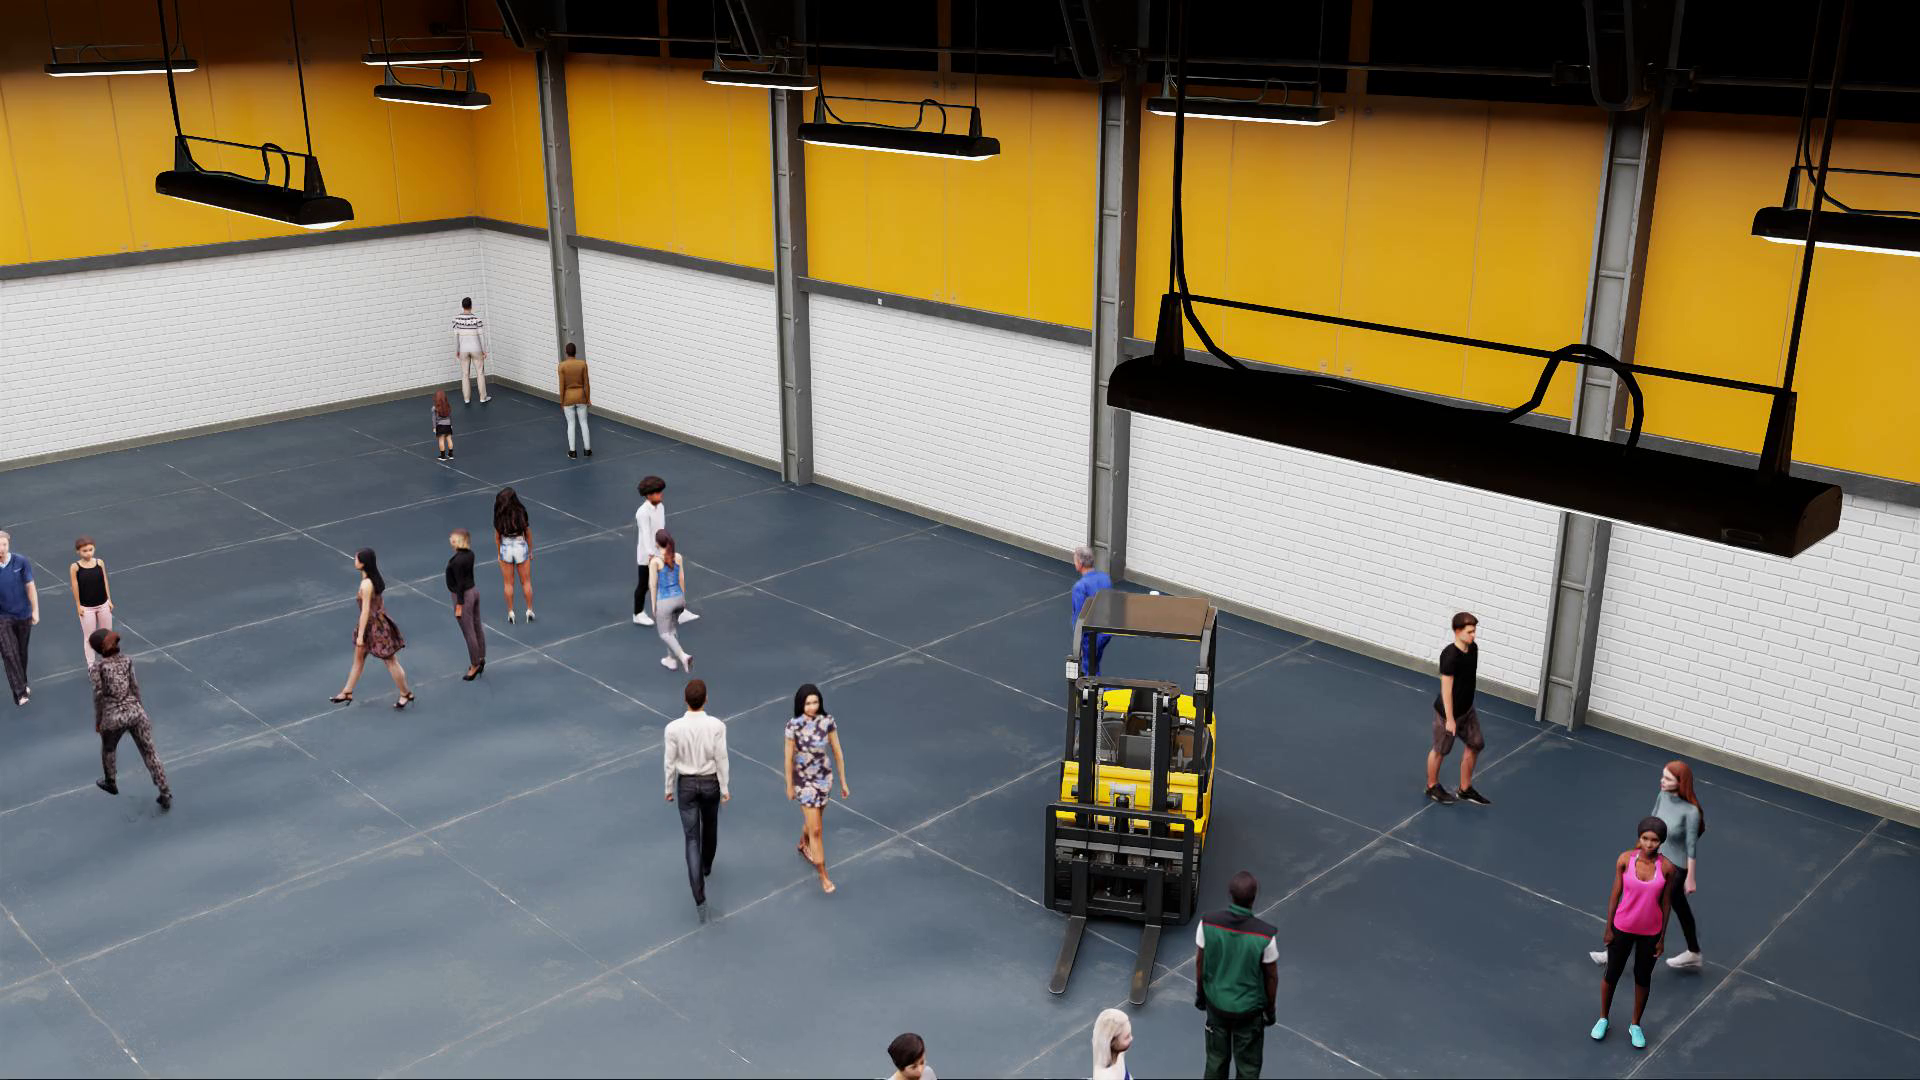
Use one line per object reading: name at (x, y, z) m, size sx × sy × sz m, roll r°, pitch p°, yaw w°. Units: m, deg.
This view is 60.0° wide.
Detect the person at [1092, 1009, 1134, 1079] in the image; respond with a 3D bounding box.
person at (0.748, 3.397, 9.326) m, size 0.915 × 1.794 × 0.856 m, roll 3°, pitch 19°, yaw 10°

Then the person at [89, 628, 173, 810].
person at (-7.390, 1.644, 14.758) m, size 1.161 × 1.649 × 0.736 m, roll 13°, pitch 23°, yaw 34°

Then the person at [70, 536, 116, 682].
person at (-9.211, 0.704, 17.680) m, size 0.509 × 1.566 × 0.520 m, roll 17°, pitch 25°, yaw 41°

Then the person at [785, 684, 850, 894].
person at (-1.228, 1.975, 13.714) m, size 0.828 × 1.688 × 1.175 m, roll -9°, pitch 21°, yaw -26°

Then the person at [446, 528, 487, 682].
person at (-5.214, 0.668, 17.622) m, size 0.720 × 1.672 × 0.674 m, roll 1°, pitch 19°, yaw 4°

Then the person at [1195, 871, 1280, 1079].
person at (1.755, 2.947, 10.592) m, size 0.666 × 1.838 × 0.824 m, roll 8°, pitch 20°, yaw 23°

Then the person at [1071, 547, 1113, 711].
person at (1.409, 0.983, 16.506) m, size 0.972 × 1.787 × 0.772 m, roll 15°, pitch 24°, yaw 38°

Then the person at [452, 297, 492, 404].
person at (-8.602, -3.339, 29.224) m, size 0.761 × 1.860 × 0.801 m, roll -1°, pitch 19°, yaw -4°

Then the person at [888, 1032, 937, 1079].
person at (-0.345, 3.468, 9.576) m, size 1.060 × 1.500 × 0.570 m, roll 17°, pitch 25°, yaw 41°

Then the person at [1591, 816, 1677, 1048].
person at (4.690, 2.692, 11.529) m, size 0.603 × 1.723 × 0.694 m, roll 7°, pitch 20°, yaw 21°

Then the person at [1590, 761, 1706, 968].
person at (5.334, 2.449, 12.304) m, size 1.114 × 1.691 × 1.119 m, roll -2°, pitch 19°, yaw -5°

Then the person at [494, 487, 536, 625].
person at (-5.131, 0.178, 19.146) m, size 0.660 × 1.627 × 0.700 m, roll -4°, pitch 19°, yaw -11°

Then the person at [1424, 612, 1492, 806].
person at (4.363, 1.484, 14.930) m, size 0.692 × 1.842 × 0.816 m, roll -16°, pitch 25°, yaw -40°

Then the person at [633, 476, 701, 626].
person at (-3.599, 0.148, 19.010) m, size 1.123 × 1.772 × 0.881 m, roll 9°, pitch 20°, yaw 24°

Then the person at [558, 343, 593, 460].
person at (-5.975, -2.173, 25.830) m, size 0.709 × 1.816 × 0.700 m, roll -6°, pitch 20°, yaw -18°

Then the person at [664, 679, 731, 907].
person at (-2.094, 2.039, 13.290) m, size 1.103 × 1.837 × 1.277 m, roll -4°, pitch 19°, yaw -11°

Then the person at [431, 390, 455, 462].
person at (-8.028, -1.794, 25.820) m, size 0.465 × 1.106 × 0.437 m, roll -18°, pitch 25°, yaw -42°

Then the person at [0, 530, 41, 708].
person at (-9.770, 0.765, 17.084) m, size 0.665 × 1.830 × 1.102 m, roll -16°, pitch 25°, yaw -40°

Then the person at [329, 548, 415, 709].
person at (-5.782, 0.931, 16.733) m, size 1.067 × 1.741 × 1.091 m, roll -3°, pitch 19°, yaw -9°

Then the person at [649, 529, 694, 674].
person at (-3.056, 0.693, 17.680) m, size 0.579 × 1.587 × 0.926 m, roll -16°, pitch 24°, yaw -39°
